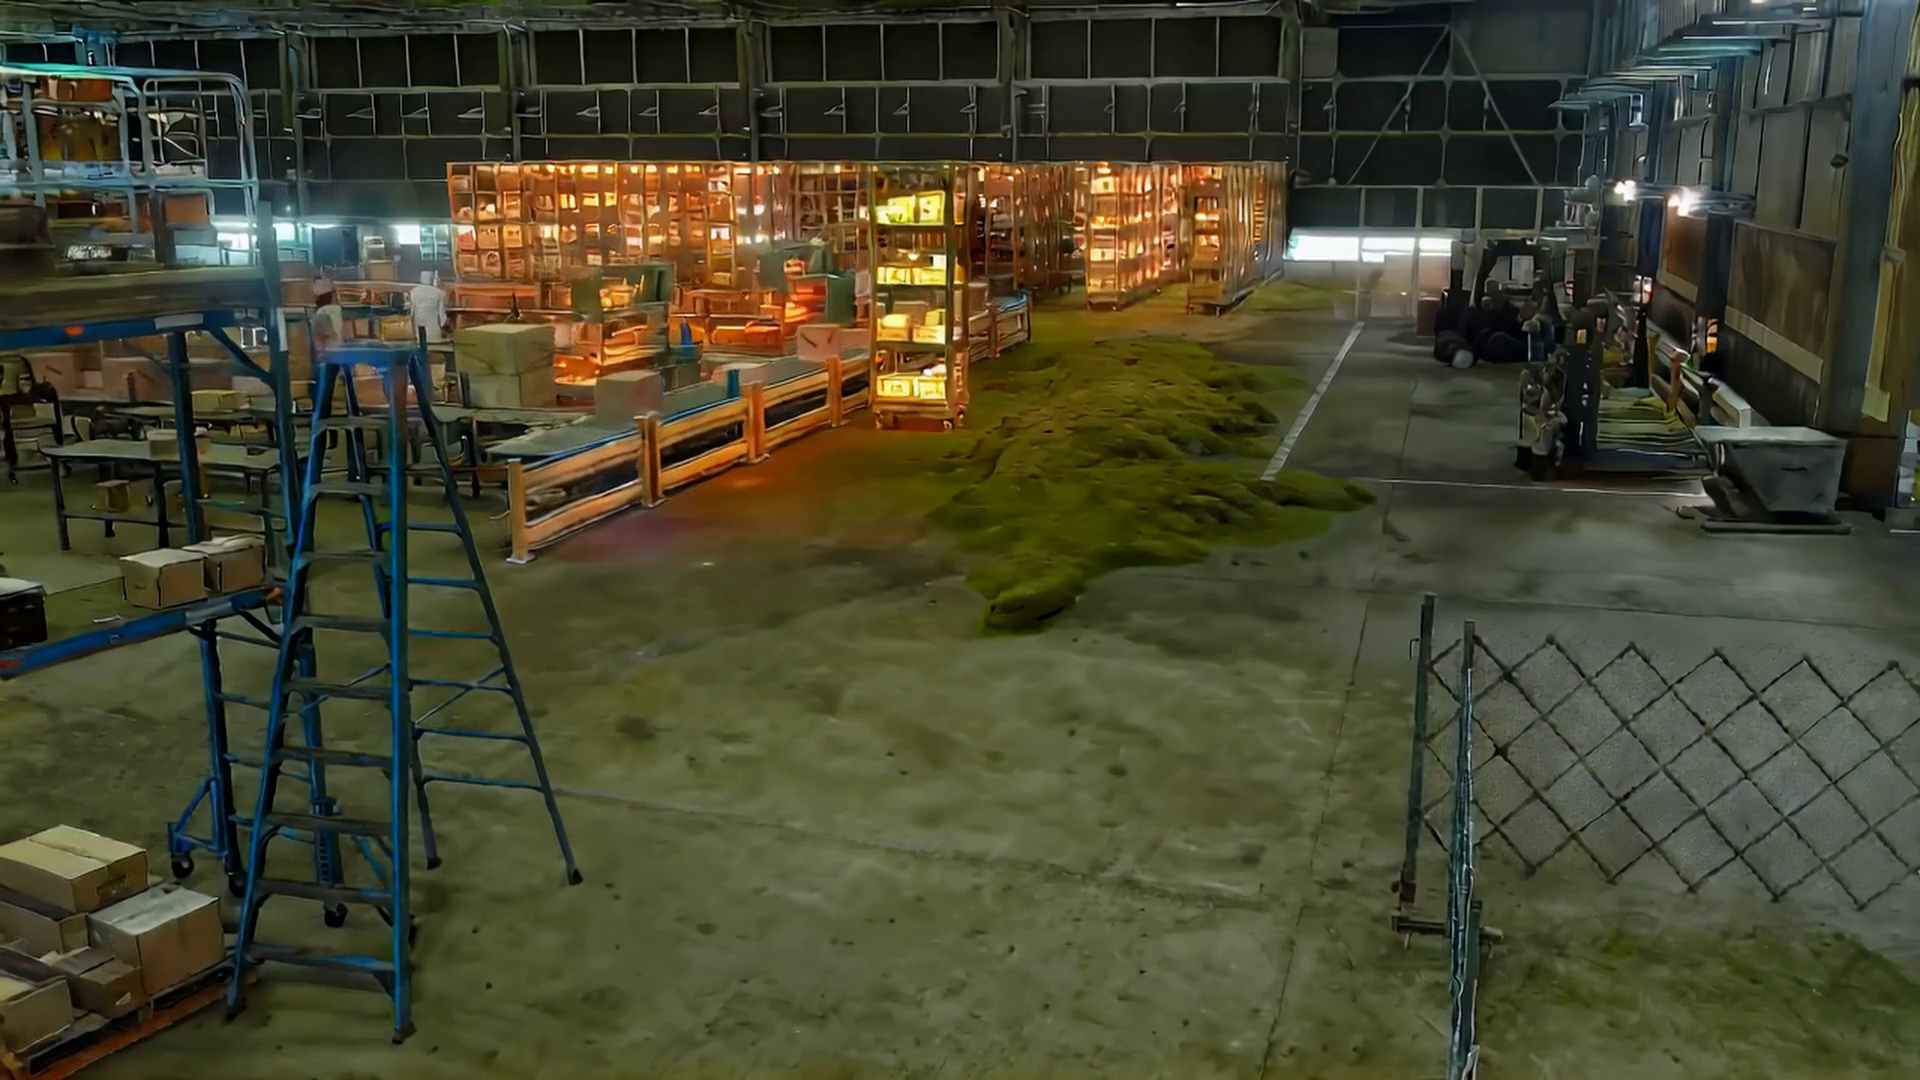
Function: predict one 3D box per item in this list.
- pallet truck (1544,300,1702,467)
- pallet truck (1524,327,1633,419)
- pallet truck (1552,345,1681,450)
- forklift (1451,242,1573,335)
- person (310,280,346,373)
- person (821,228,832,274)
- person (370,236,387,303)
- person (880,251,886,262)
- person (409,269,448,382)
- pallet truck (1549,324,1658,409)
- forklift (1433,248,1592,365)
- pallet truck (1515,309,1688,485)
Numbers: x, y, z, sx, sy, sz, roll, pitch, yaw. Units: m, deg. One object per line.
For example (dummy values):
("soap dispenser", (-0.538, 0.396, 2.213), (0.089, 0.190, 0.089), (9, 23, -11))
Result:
("pallet truck", (8.263, -1.952, 20.631), (1.885, 1.965, 0.823), (5, 14, 20))
("pallet truck", (9.065, -2.460, 24.370), (1.522, 1.261, 0.704), (3, 13, 14))
("pallet truck", (8.641, -1.896, 21.908), (1.630, 1.274, 0.653), (4, 14, 16))
("forklift", (10.464, -4.597, 31.405), (2.680, 1.987, 1.157), (4, 14, 16))
("person", (-8.999, -2.696, 23.776), (0.437, 2.030, 0.640), (2, 13, 7))
("person", (-4.180, -8.938, 51.199), (0.612, 1.820, 0.586), (5, 14, 21))
("person", (-14.657, -6.791, 42.048), (0.368, 1.751, 0.550), (4, 14, 18))
("person", (-2.292, -8.712, 49.939), (0.974, 1.957, 0.612), (1, 13, 5))
("person", (-8.924, -3.610, 28.026), (0.641, 1.897, 0.398), (2, 13, 7))
("pallet truck", (9.824, -2.669, 25.407), (1.601, 1.201, 0.680), (4, 14, 16))
("forklift", (9.780, -4.111, 29.280), (2.680, 1.987, 1.157), (3, 13, 14))
("pallet truck", (7.554, -1.677, 19.446), (1.885, 1.965, 0.823), (3, 13, 14))
